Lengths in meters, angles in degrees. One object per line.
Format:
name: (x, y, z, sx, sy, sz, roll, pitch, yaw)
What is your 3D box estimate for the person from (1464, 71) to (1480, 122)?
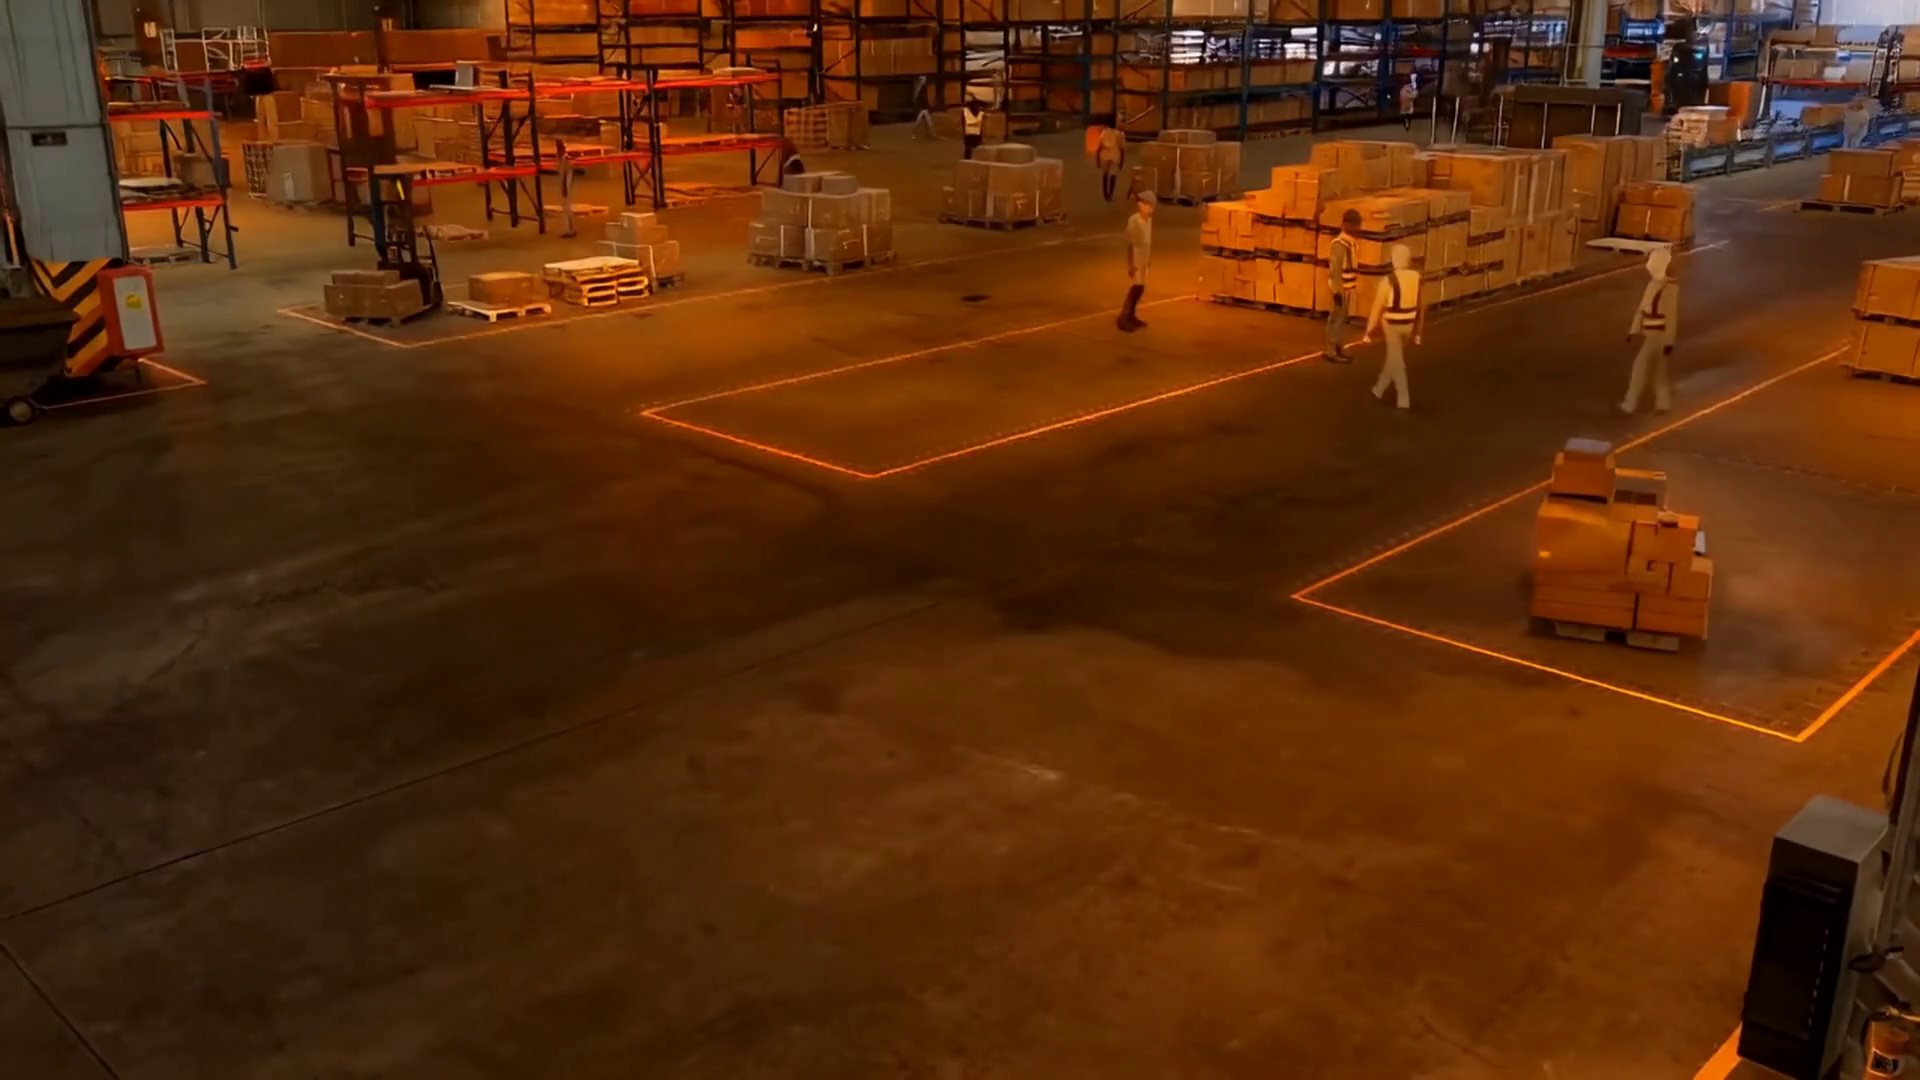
person: (18.067, -15.678, 58.780, 0.544, 1.745, 0.534, 0, 18, 1)

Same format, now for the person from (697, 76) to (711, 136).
person: (-7.982, -13.427, 51.706, 0.370, 1.940, 0.630, -13, 22, -34)

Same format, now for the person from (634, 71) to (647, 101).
person: (-11.720, -16.421, 61.221, 0.527, 1.621, 0.388, 3, 19, 10)

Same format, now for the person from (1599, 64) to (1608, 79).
person: (23.816, -16.652, 61.515, 0.894, 1.869, 0.681, -11, 21, -30)

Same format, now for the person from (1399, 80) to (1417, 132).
person: (14.728, -14.289, 54.721, 0.534, 1.670, 0.768, 5, 19, 15)

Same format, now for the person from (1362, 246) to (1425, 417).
person: (4.781, -2.347, 18.469, 0.598, 1.836, 0.952, -9, 20, -25)

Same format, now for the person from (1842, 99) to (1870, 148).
person: (22.930, -10.348, 42.588, 1.037, 1.857, 0.633, -14, 23, -35)

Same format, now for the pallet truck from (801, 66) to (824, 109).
pallet truck: (-4.812, -15.182, 56.903, 0.823, 1.965, 1.885, -9, 21, -26)

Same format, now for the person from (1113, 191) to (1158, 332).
person: (2.446, -3.837, 22.890, 0.597, 1.903, 0.589, 11, 21, 29)

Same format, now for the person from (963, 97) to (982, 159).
person: (0.305, -10.211, 42.052, 0.369, 1.915, 0.597, 17, 25, 41)

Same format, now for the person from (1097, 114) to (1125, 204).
person: (3.328, -8.407, 36.627, 0.611, 1.908, 1.024, 4, 19, 12)

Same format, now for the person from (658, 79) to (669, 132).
person: (-9.730, -14.191, 54.386, 0.319, 1.697, 0.533, 5, 19, 15)

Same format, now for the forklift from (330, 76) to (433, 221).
forklift: (-11.917, -8.020, 33.946, 1.873, 2.768, 1.129, 10, 21, 28)

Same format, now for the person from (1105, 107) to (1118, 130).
person: (3.876, -10.271, 42.668, 0.311, 1.639, 0.514, -7, 19, -19)

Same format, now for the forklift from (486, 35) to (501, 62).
forklift: (-17.571, -17.681, 63.052, 1.873, 2.768, 1.129, -2, 18, -6)

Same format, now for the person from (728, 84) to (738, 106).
person: (-7.758, -15.162, 57.335, 0.683, 1.668, 0.548, 13, 22, 35)

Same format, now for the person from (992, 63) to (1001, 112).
person: (1.343, -16.364, 60.562, 0.374, 1.936, 0.629, 3, 19, 9)

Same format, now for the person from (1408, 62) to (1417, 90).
person: (16.801, -16.716, 61.650, 0.658, 1.919, 0.547, 11, 21, 31)

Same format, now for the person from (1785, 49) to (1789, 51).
person: (41.461, -24.001, 83.892, 0.795, 1.731, 0.535, 14, 23, 37)

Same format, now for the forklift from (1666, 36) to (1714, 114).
forklift: (27.341, -17.291, 61.877, 1.129, 2.768, 1.873, 17, 25, 41)

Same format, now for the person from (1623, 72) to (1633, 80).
person: (21.316, -13.916, 53.075, 0.673, 2.011, 0.628, -8, 20, -23)

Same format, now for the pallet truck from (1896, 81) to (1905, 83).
pallet truck: (34.802, -16.331, 61.455, 0.653, 1.274, 1.630, 17, 25, 41)

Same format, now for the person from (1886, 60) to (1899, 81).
person: (37.065, -18.188, 66.230, 0.617, 1.821, 0.425, -13, 23, -35)

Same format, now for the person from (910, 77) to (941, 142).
person: (-1.097, -13.258, 51.199, 1.020, 1.941, 0.638, 4, 19, 12)

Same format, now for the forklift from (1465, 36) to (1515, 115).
forklift: (19.973, -17.201, 61.605, 1.873, 2.768, 1.129, 16, 24, 40)

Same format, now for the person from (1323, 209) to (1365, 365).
person: (4.806, -3.169, 20.813, 0.418, 1.940, 0.601, 11, 21, 29)

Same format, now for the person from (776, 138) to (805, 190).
person: (-3.100, -6.147, 29.613, 0.852, 2.000, 0.714, -7, 19, -19)

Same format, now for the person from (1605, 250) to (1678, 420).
person: (7.444, -2.228, 18.092, 0.852, 1.848, 0.590, 2, 18, 5)

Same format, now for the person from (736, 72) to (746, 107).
person: (-7.259, -14.647, 55.410, 0.383, 1.930, 0.540, -6, 19, -18)

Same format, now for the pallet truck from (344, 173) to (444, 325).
pallet truck: (-8.209, -4.181, 23.757, 0.823, 1.965, 1.885, 3, 19, 9)

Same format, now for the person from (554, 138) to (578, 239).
person: (-7.415, -6.606, 31.290, 0.333, 1.858, 0.522, -3, 19, -8)
